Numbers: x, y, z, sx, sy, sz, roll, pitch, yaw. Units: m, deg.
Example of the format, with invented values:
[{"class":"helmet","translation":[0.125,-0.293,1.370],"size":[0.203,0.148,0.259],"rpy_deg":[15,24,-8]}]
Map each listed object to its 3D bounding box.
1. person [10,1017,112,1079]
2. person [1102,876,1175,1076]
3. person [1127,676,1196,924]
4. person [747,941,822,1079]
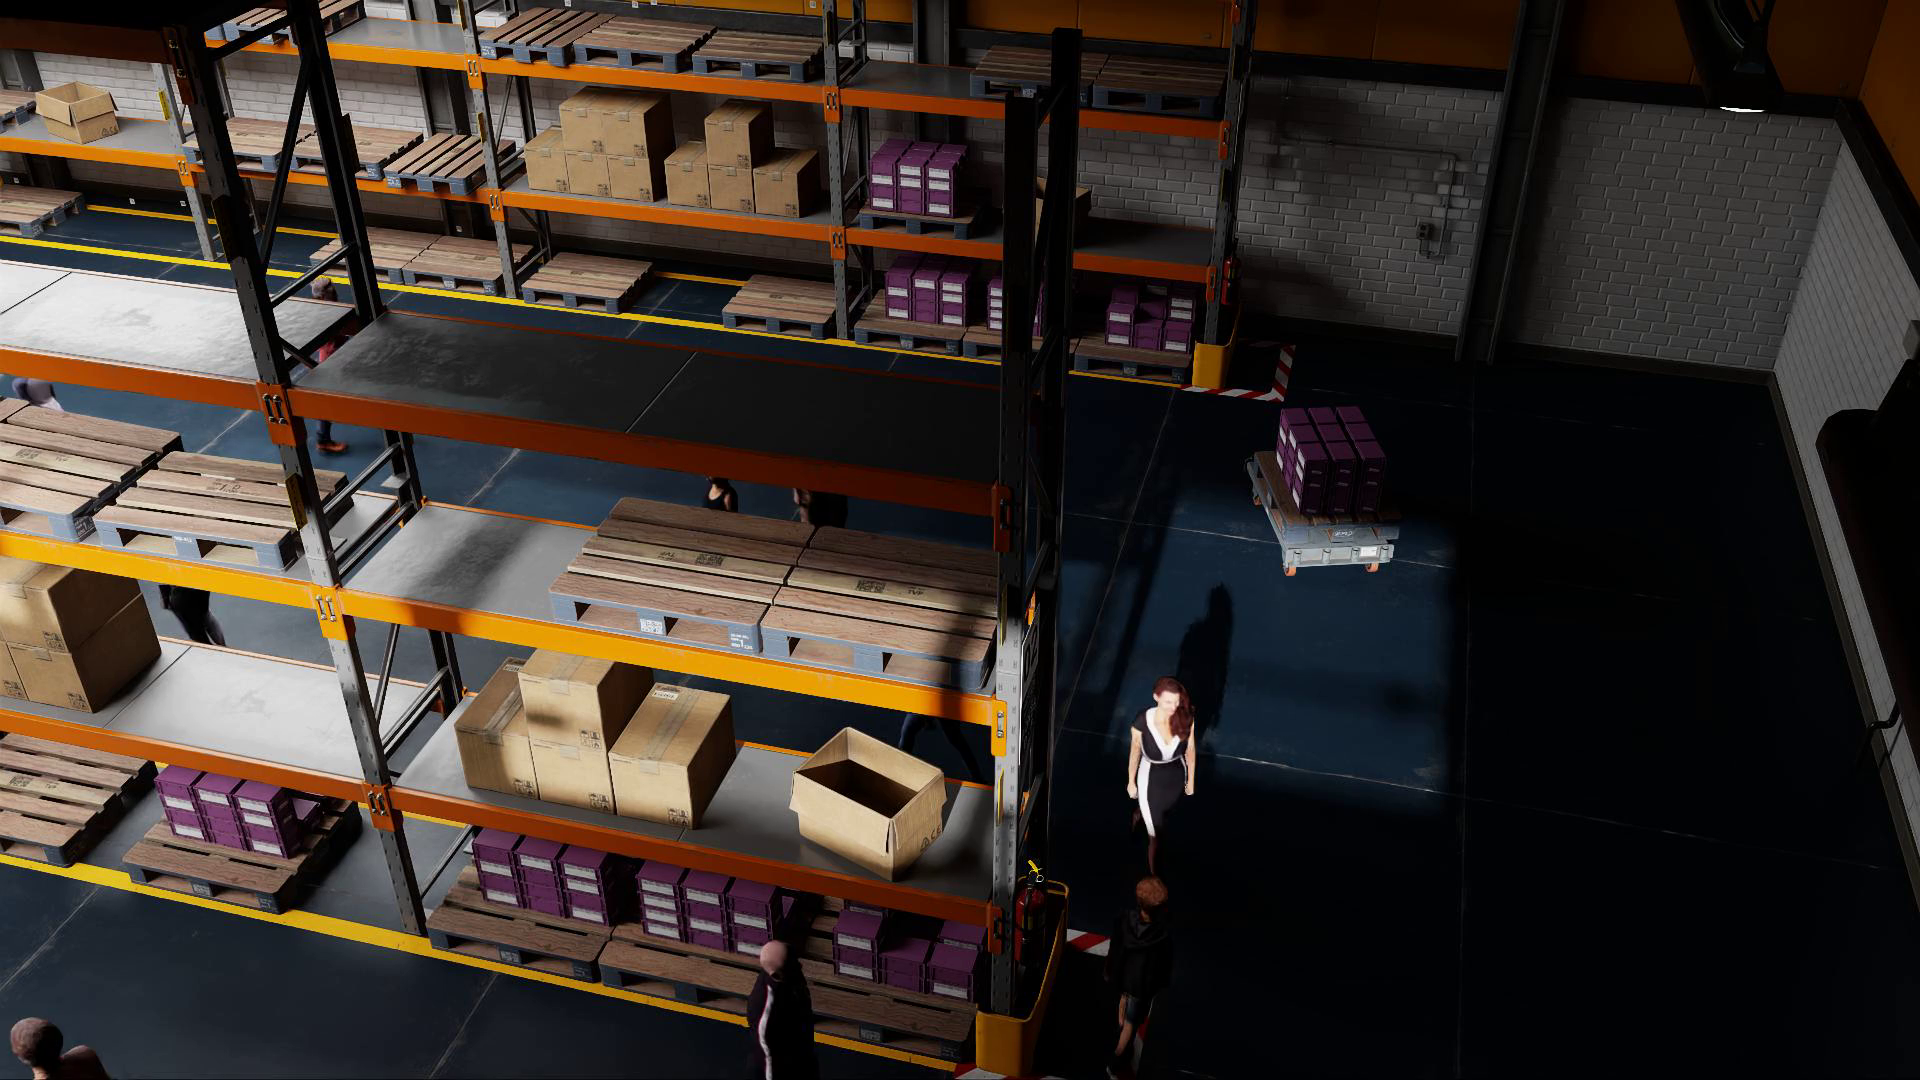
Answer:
[{"class":"person","translation":[-4.381,3.158,8.492],"size":[1.016,1.857,0.712],"rpy_deg":[11,35,16]},{"class":"person","translation":[0.989,2.598,9.723],"size":[0.699,1.428,0.737],"rpy_deg":[20,39,27]},{"class":"person","translation":[1.299,1.577,10.964],"size":[1.146,1.753,1.051],"rpy_deg":[-9,35,-14]},{"class":"person","translation":[-1.055,2.824,9.026],"size":[0.830,1.821,0.690],"rpy_deg":[8,34,11]}]
